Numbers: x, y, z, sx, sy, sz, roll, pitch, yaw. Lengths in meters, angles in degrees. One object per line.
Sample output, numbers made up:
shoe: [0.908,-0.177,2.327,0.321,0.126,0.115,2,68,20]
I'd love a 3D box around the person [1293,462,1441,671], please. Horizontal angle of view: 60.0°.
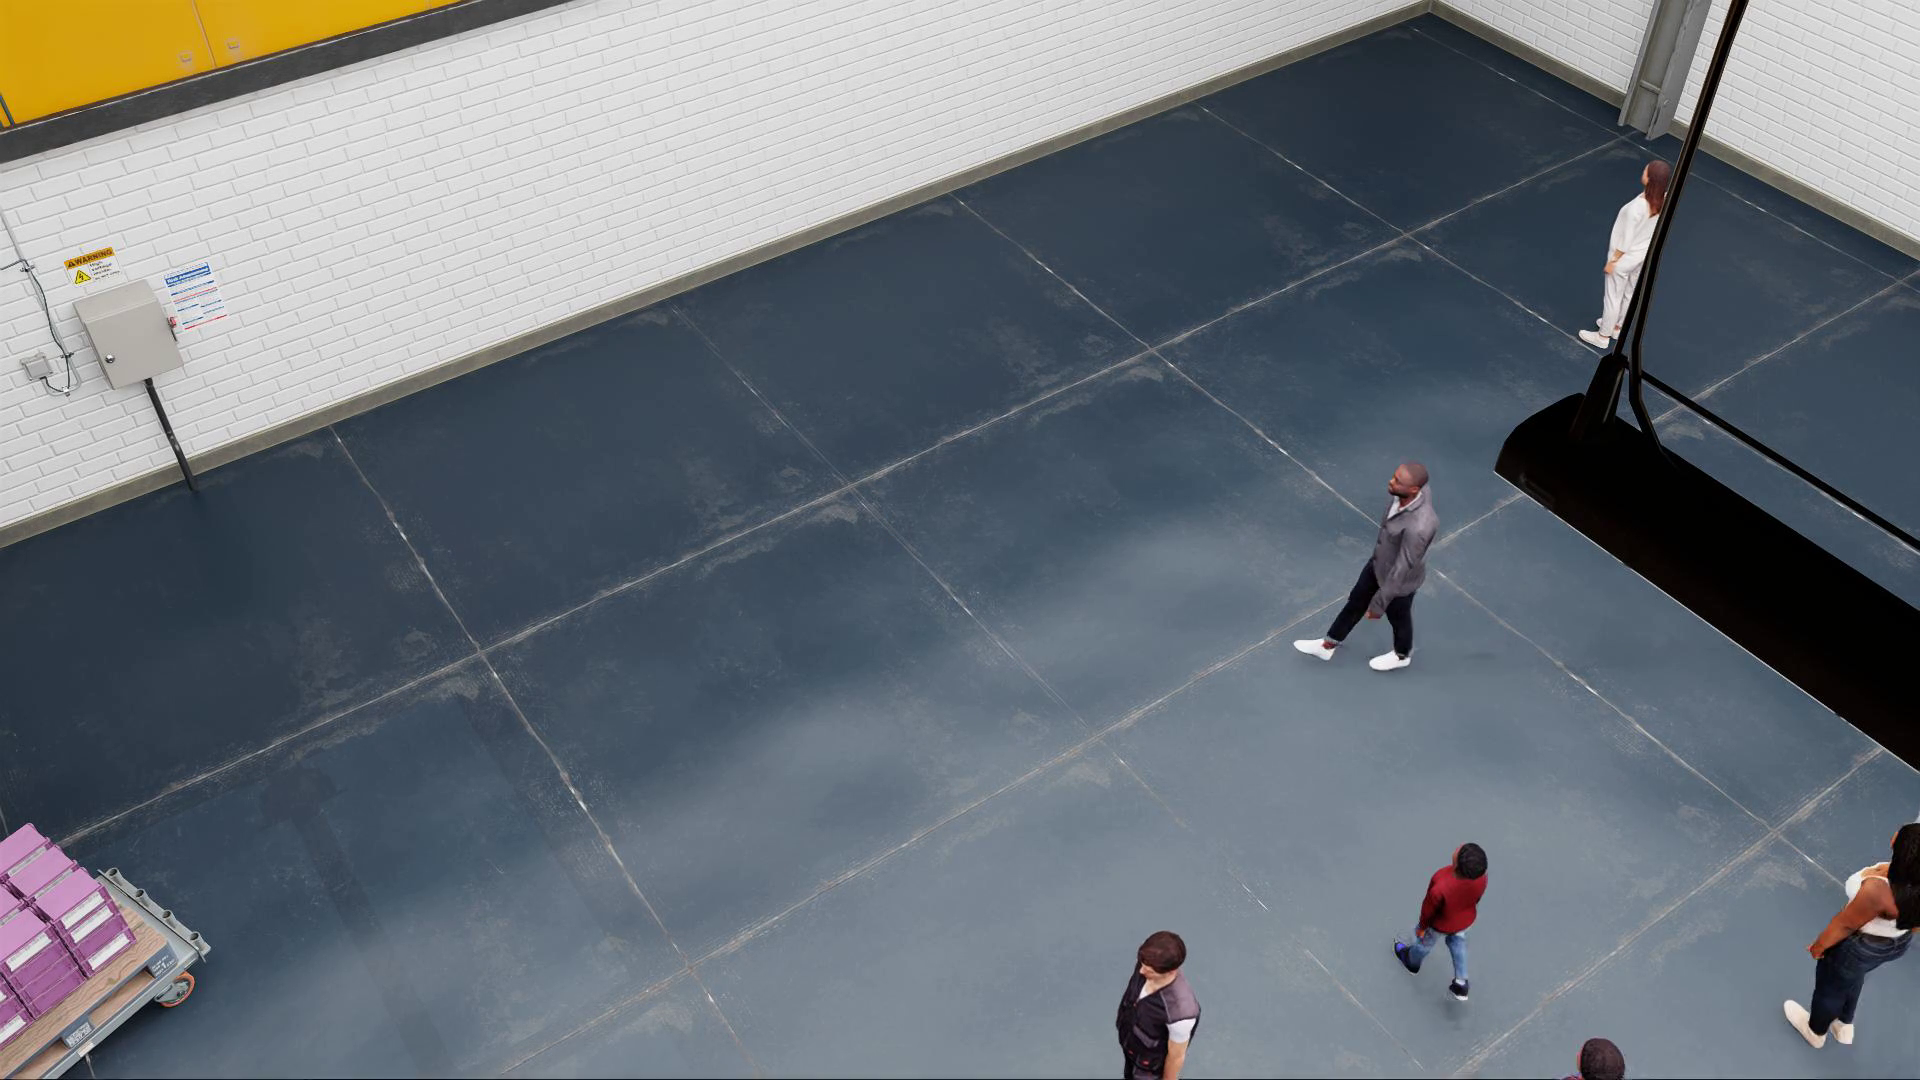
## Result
person: [2.876,0.211,10.660,1.119,1.788,1.128,-3,44,-3]

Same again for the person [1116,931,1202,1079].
person: [0.986,2.469,8.248,0.803,1.846,0.657,-11,45,-11]

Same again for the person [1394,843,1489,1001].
person: [2.696,2.075,9.084,0.634,1.264,0.786,-12,45,-12]

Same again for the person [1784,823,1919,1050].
person: [4.759,2.151,8.617,0.748,1.798,0.754,-12,45,-12]

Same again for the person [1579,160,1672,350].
person: [5.395,-2.300,13.368,0.602,1.689,0.536,-28,50,-26]
